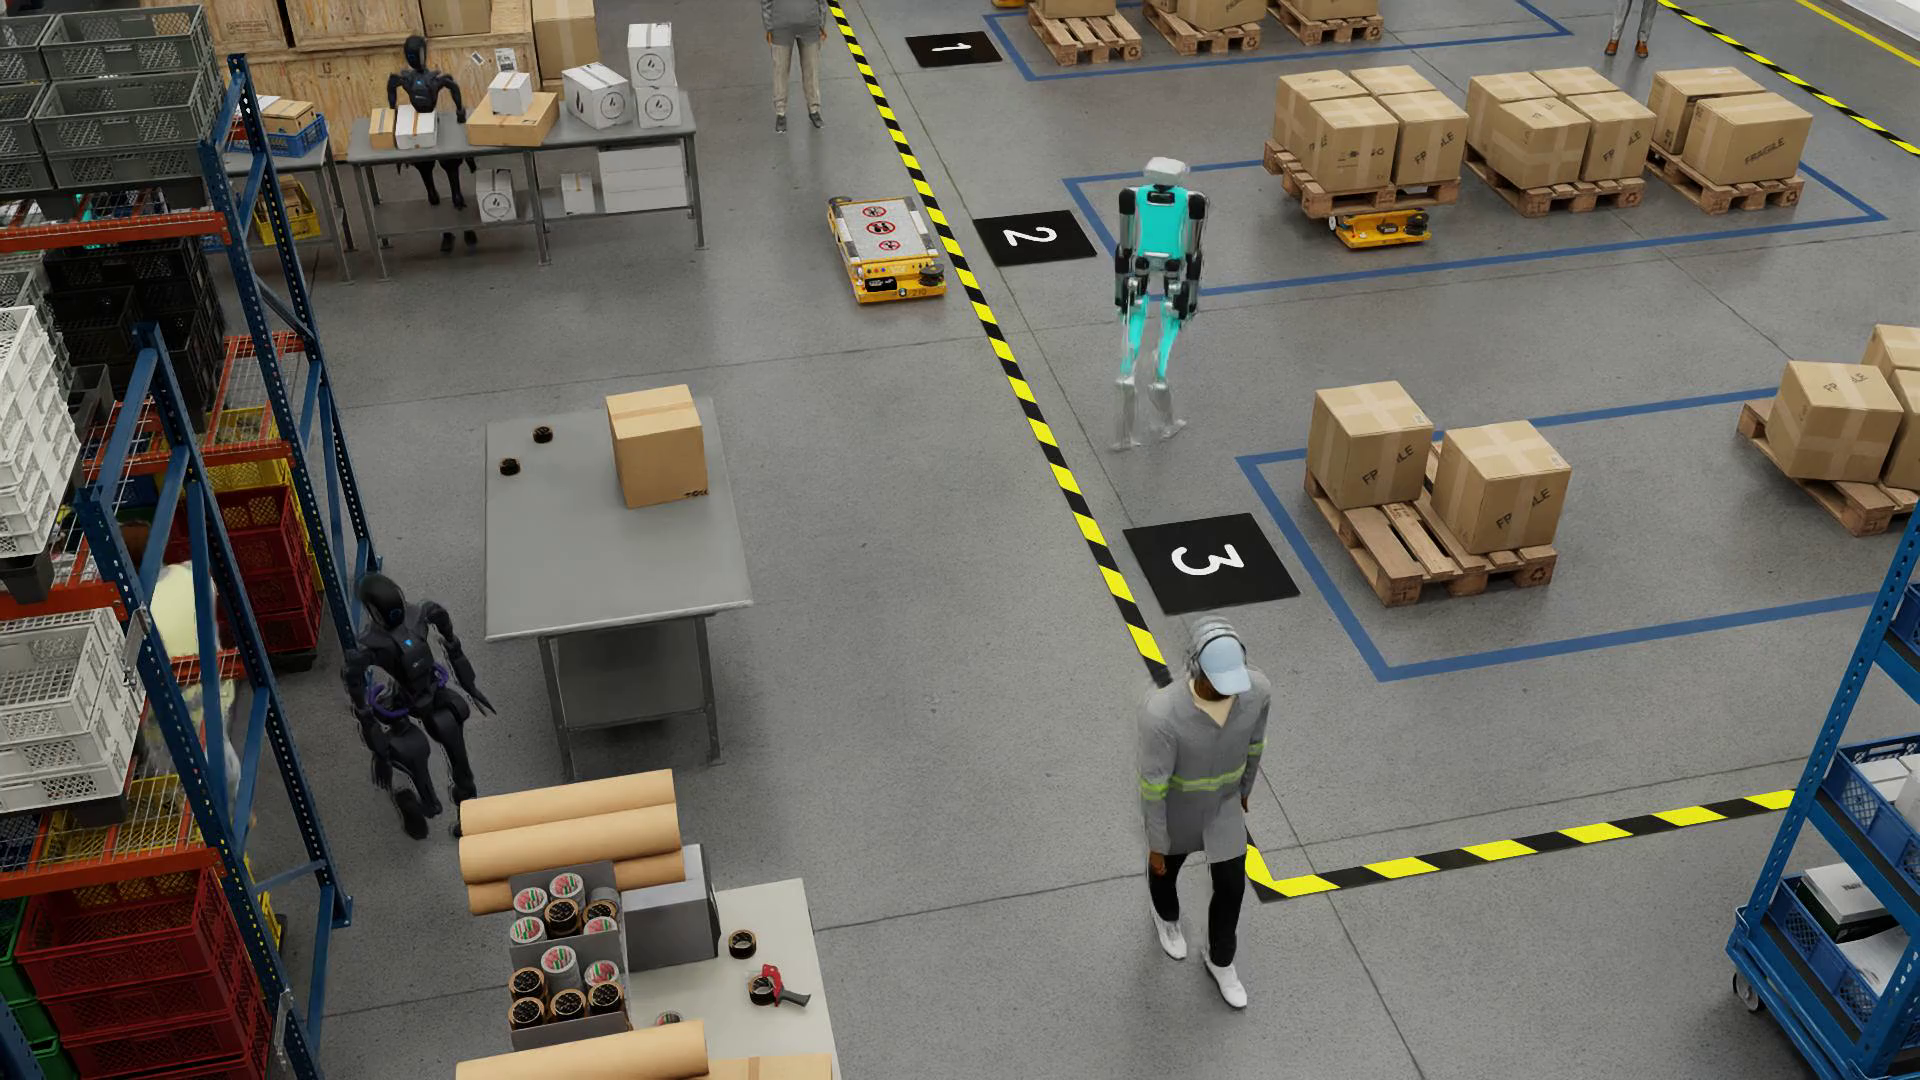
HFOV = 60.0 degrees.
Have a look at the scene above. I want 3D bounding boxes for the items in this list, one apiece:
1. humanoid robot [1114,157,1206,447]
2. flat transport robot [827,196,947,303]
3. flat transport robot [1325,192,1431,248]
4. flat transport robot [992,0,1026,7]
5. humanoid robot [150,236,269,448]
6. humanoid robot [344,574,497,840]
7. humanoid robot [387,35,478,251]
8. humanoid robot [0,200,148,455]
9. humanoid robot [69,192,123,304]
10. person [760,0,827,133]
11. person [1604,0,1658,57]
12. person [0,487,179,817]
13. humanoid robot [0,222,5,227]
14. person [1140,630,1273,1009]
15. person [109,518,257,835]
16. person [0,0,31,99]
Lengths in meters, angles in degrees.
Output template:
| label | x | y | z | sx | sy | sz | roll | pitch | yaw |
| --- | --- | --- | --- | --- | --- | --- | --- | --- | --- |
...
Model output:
| label | x | y | z | sx | sy | sz | roll | pitch | yaw |
| --- | --- | --- | --- | --- | --- | --- | --- | --- | --- |
| humanoid robot | 1.167 | -1.371 | 10.181 | 0.540 | 1.771 | 0.812 | 7 | 37 | 10 |
| flat transport robot | -0.570 | -2.220 | 12.538 | 0.659 | 0.231 | 1.431 | -8 | 37 | -10 |
| flat transport robot | 3.134 | -2.740 | 13.213 | 0.652 | 0.197 | 1.431 | -8 | 37 | -10 |
| flat transport robot | 0.995 | -5.806 | 17.333 | 1.431 | 0.197 | 0.652 | -8 | 37 | -10 |
| humanoid robot | -4.513 | -1.164 | 9.981 | 0.591 | 1.657 | 0.599 | -14 | 39 | -18 |
| humanoid robot | -2.388 | 0.760 | 7.354 | 0.392 | 1.648 | 0.614 | 25 | 43 | 29 |
| humanoid robot | -3.897 | -2.917 | 12.291 | 0.589 | 1.645 | 0.331 | -3 | 37 | -5 |
| humanoid robot | -5.127 | -1.140 | 9.807 | 0.682 | 1.749 | 0.547 | 19 | 41 | 23 |
| humanoid robot | -5.262 | -1.383 | 10.107 | 0.530 | 1.695 | 0.751 | -15 | 39 | -19 |
| person | -1.407 | -4.369 | 14.170 | 0.562 | 1.766 | 0.400 | -9 | 38 | -12 |
| person | 6.465 | -5.463 | 15.544 | 0.590 | 1.880 | 0.381 | 9 | 38 | 12 |
| person | -3.941 | 0.529 | 7.541 | 0.587 | 1.823 | 0.404 | 4 | 37 | 6 |
| humanoid robot | -5.904 | -1.516 | 10.425 | 0.384 | 1.644 | 0.587 | -16 | 40 | -21 |
| person | 1.006 | 1.145 | 6.713 | 0.594 | 1.825 | 0.751 | -9 | 38 | -12 |
| person | -3.424 | 0.733 | 7.275 | 0.478 | 1.815 | 0.673 | 8 | 37 | 10 |
| person | -8.411 | -4.538 | 14.254 | 0.398 | 1.939 | 0.601 | 9 | 38 | 12 |
